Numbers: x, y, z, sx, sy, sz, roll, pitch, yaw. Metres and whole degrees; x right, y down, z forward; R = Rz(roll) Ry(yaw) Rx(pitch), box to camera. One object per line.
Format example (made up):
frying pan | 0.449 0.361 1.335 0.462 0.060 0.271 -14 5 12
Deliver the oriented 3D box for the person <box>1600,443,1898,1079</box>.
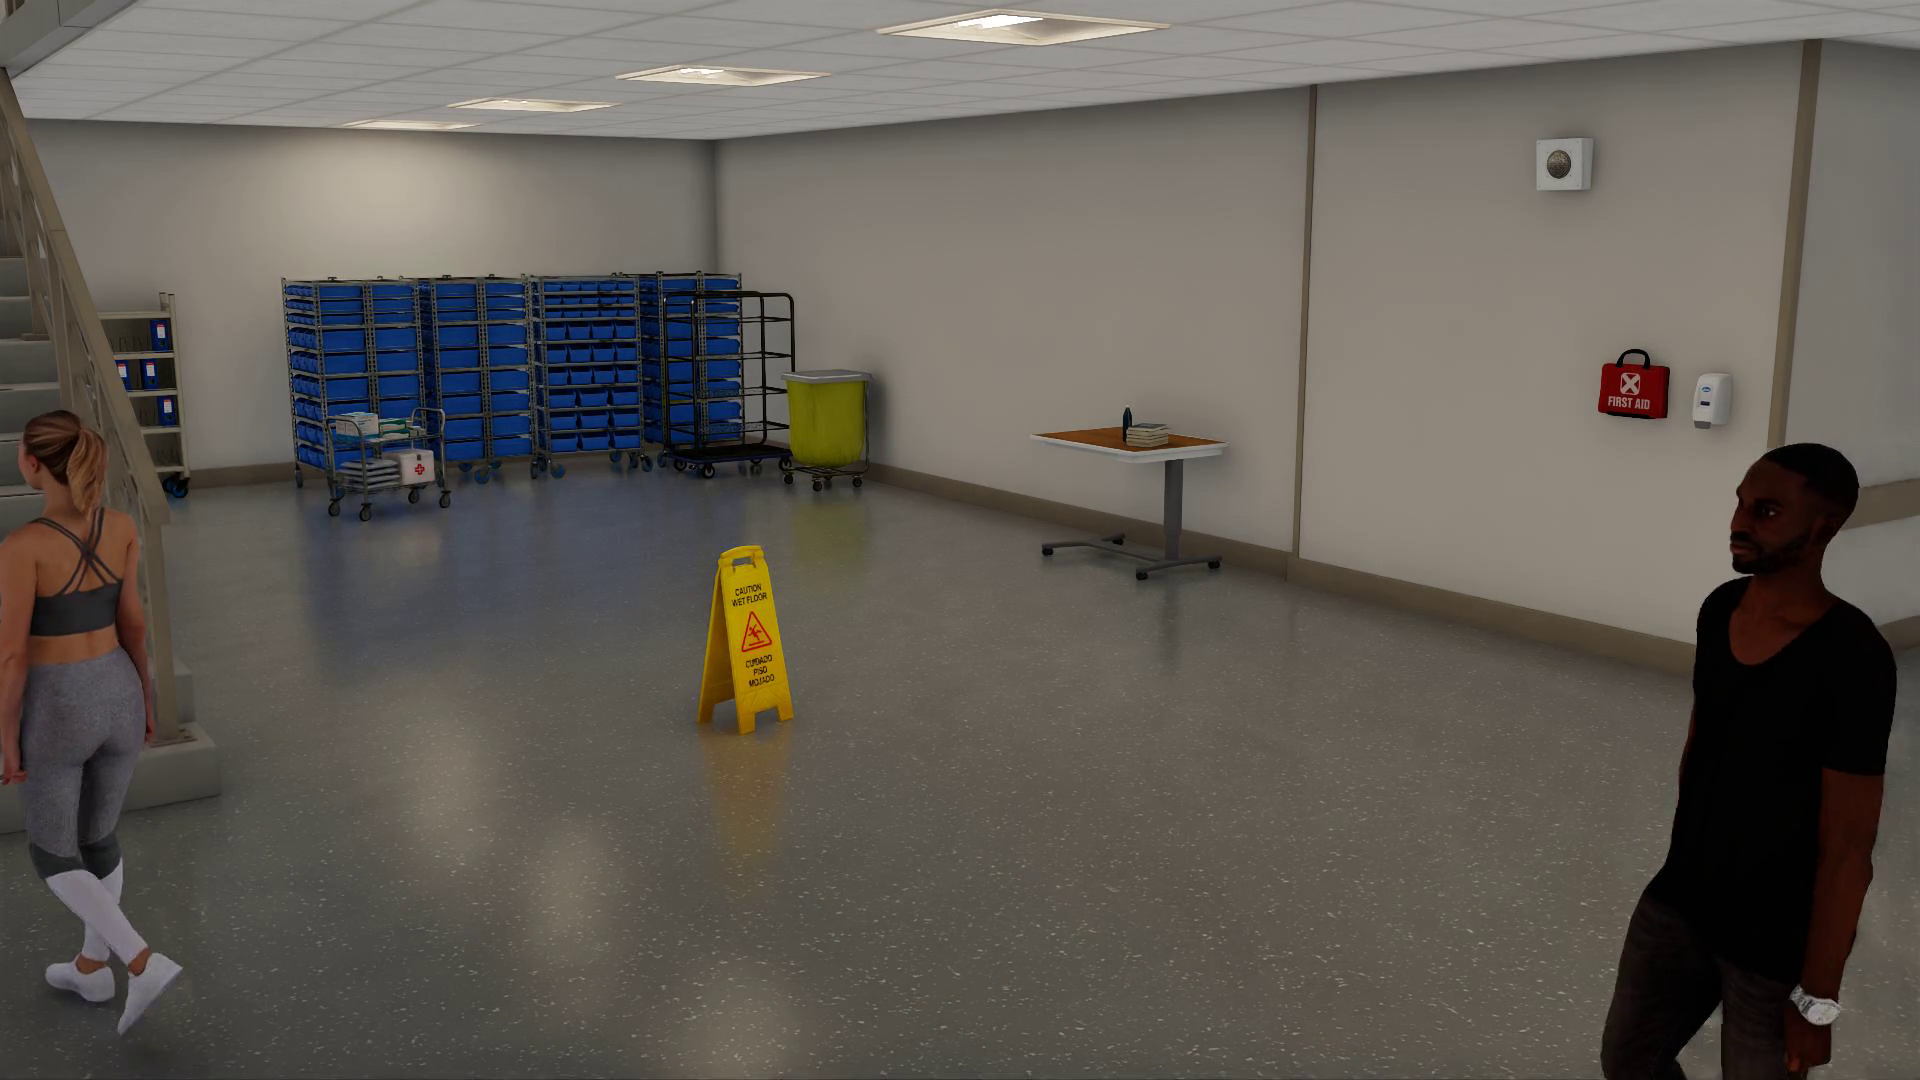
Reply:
person | 1.571 0.710 3.129 0.839 1.791 0.693 -2 11 -13

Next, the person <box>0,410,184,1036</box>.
person | -2.319 0.509 4.459 1.045 1.688 0.844 6 12 29
